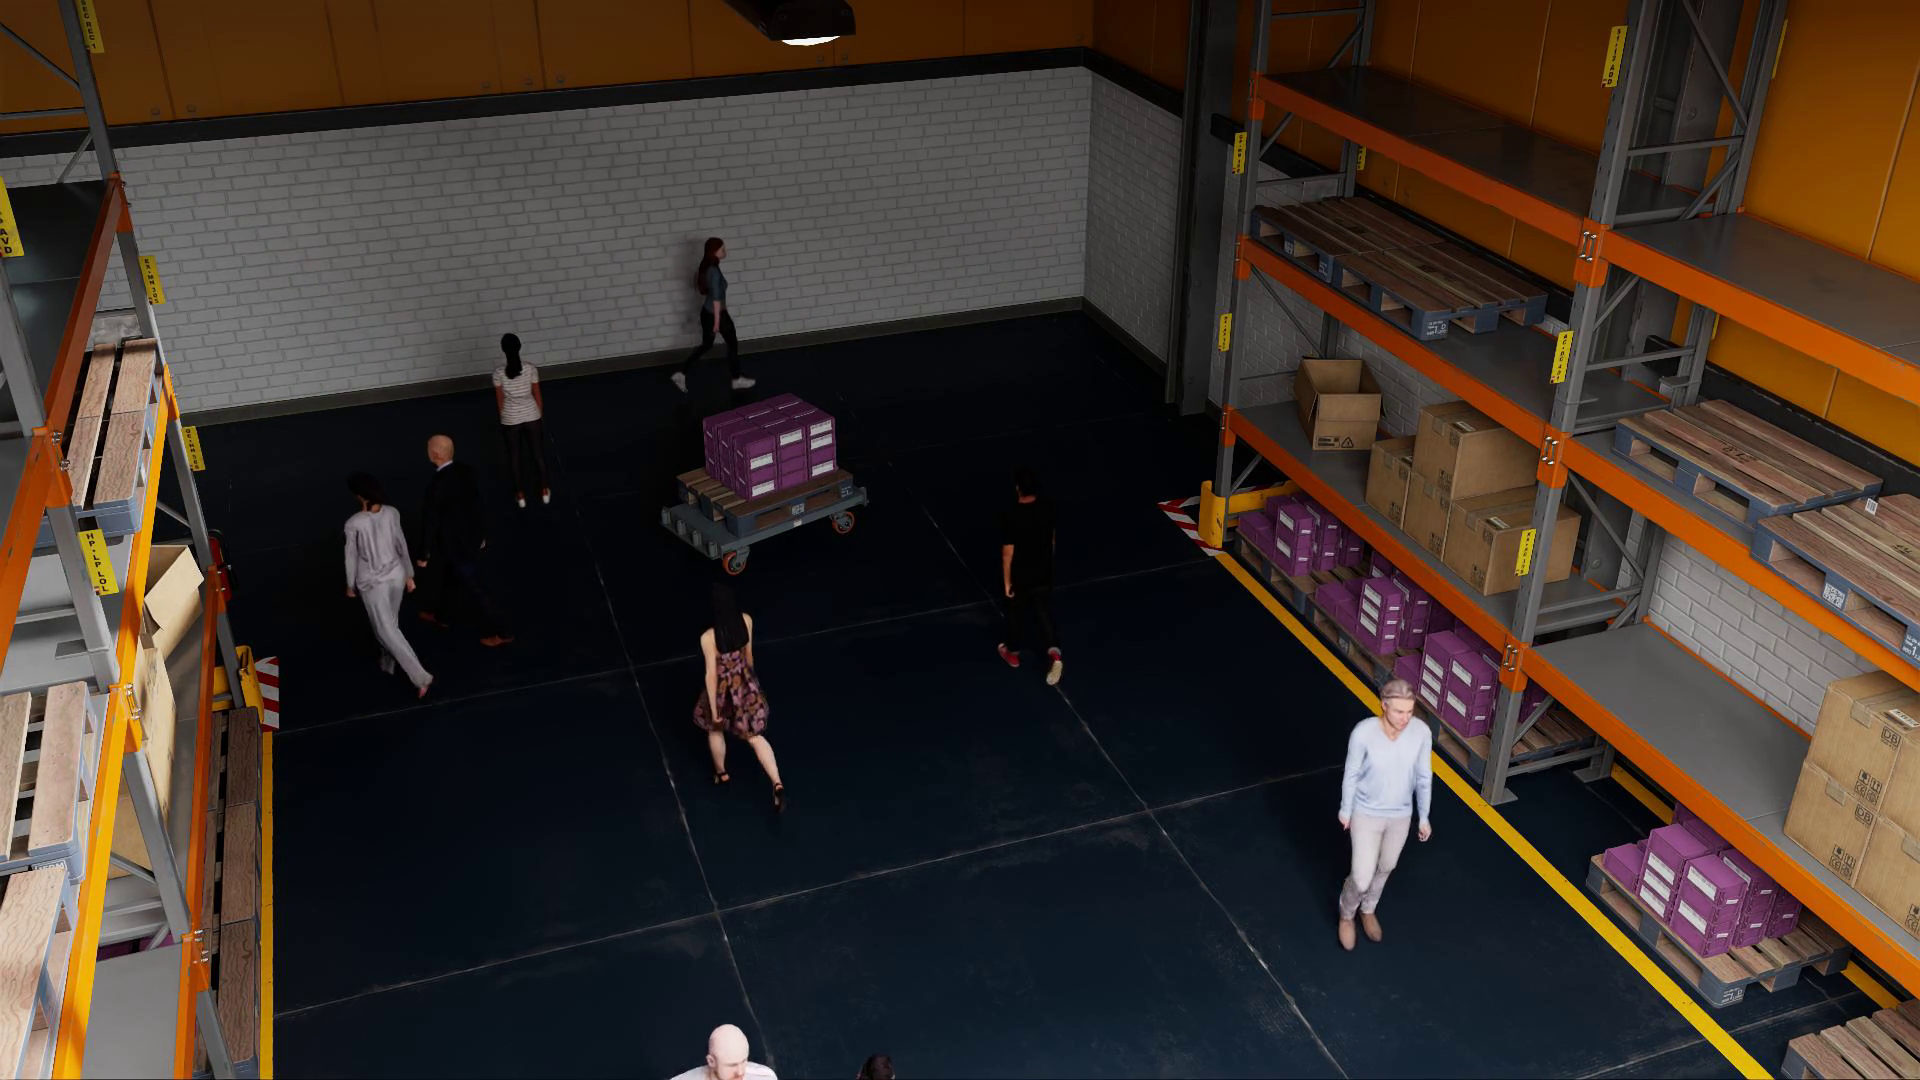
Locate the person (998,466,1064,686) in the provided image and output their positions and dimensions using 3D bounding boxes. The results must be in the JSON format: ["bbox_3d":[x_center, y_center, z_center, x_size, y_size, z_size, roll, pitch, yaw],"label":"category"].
[{"bbox_3d":[0.551,0.276,12.429,0.670,1.740,1.024,-13,31,-22],"label":"person"}]

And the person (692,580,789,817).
[{"bbox_3d":[-1.445,1.071,10.964,0.890,1.747,1.202,-23,36,-36],"label":"person"}]

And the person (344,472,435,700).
[{"bbox_3d":[-4.208,0.355,12.284,1.148,1.740,0.912,23,36,36],"label":"person"}]

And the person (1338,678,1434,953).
[{"bbox_3d":[2.476,1.572,9.912,0.726,1.875,0.736,-4,29,-8],"label":"person"}]

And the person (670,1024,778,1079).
[{"bbox_3d":[-1.090,2.844,7.642,0.729,1.816,0.677,-5,29,-9],"label":"person"}]

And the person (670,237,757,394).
[{"bbox_3d":[-2.601,-2.267,17.126,0.721,1.708,1.098,-14,32,-24],"label":"person"}]

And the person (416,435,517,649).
[{"bbox_3d":[-3.792,0.059,12.810,1.173,1.756,1.207,8,30,14],"label":"person"}]

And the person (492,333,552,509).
[{"bbox_3d":[-3.969,-1.089,15.031,0.566,1.645,0.518,-12,31,-20],"label":"person"}]
